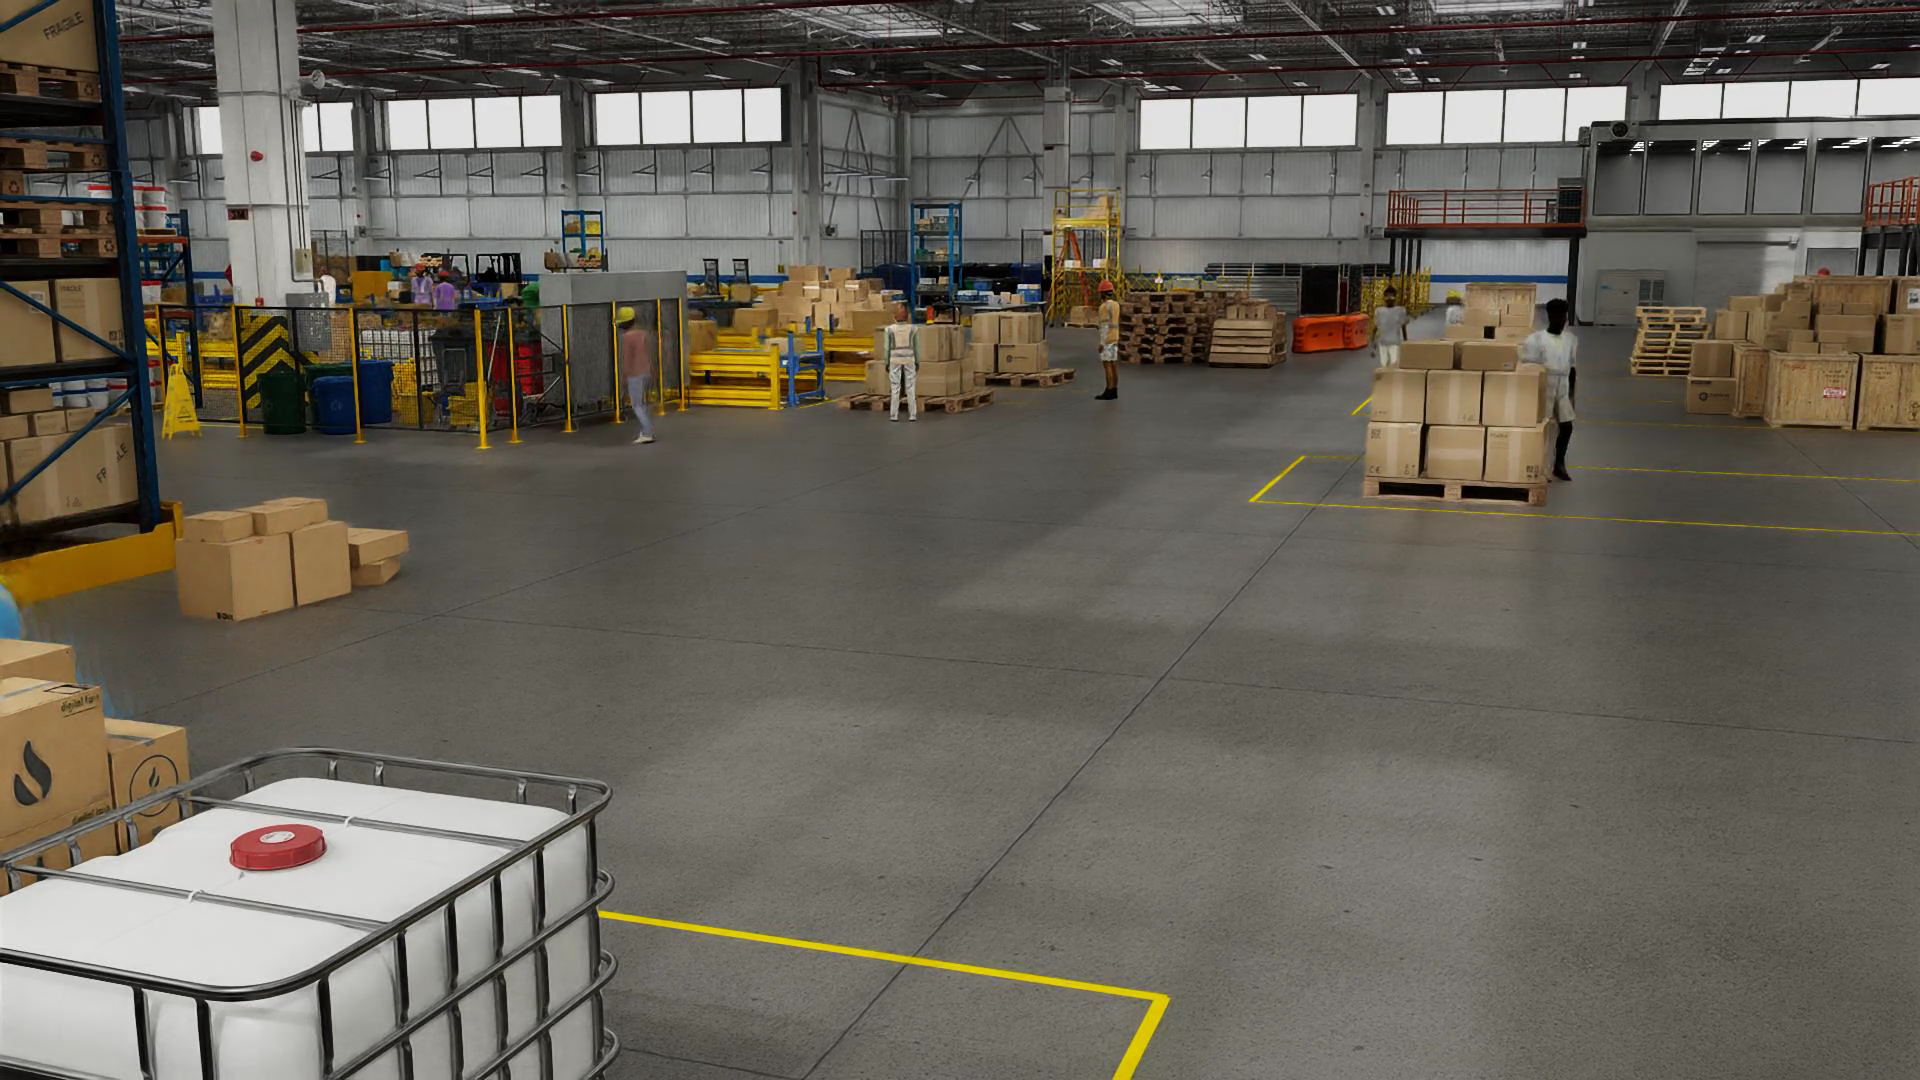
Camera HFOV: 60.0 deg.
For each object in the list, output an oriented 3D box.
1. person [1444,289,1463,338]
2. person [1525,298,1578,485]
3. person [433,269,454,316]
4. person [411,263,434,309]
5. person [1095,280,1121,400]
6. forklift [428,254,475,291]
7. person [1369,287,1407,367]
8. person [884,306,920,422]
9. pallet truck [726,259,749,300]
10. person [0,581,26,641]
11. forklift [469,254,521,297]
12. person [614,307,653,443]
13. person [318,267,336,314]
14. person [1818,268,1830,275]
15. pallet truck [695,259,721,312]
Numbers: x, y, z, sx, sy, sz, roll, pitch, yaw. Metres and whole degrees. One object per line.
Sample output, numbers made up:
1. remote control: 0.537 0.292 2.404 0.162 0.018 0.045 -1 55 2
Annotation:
1. person: 8.832 -3.607 29.640 0.688 1.718 0.492 9 13 40
2. person: 6.181 -1.545 17.392 0.642 1.958 0.441 -2 10 -12
3. person: -12.510 -5.627 40.460 0.735 1.920 0.556 6 12 31
4. person: -13.818 -6.087 42.725 0.610 2.037 0.398 2 10 13
5. person: 2.381 -3.235 26.961 0.376 1.932 0.543 6 11 29
6. forklift: -20.133 -10.254 65.465 1.157 1.987 2.680 3 11 19
7. person: 6.677 -3.009 25.949 0.560 1.832 0.888 4 11 21
8. person: -0.818 -2.495 23.619 0.513 1.640 0.307 -1 10 -5
9. pallet truck: -7.986 -9.493 62.019 0.823 1.965 1.885 3 11 17
10. person: -3.310 0.689 5.565 0.538 1.677 0.576 8 13 39
11. forklift: -17.990 -10.121 64.684 1.157 1.987 2.680 3 11 17
12. person: -4.102 -2.070 20.942 0.436 1.728 0.568 3 10 16
13. person: -17.676 -6.663 46.388 0.396 1.899 0.644 3 11 19
14. person: 18.792 -4.929 36.321 0.379 1.996 0.611 -9 14 -42
15. pallet truck: -9.165 -9.627 62.776 0.823 1.965 1.885 4 11 23
